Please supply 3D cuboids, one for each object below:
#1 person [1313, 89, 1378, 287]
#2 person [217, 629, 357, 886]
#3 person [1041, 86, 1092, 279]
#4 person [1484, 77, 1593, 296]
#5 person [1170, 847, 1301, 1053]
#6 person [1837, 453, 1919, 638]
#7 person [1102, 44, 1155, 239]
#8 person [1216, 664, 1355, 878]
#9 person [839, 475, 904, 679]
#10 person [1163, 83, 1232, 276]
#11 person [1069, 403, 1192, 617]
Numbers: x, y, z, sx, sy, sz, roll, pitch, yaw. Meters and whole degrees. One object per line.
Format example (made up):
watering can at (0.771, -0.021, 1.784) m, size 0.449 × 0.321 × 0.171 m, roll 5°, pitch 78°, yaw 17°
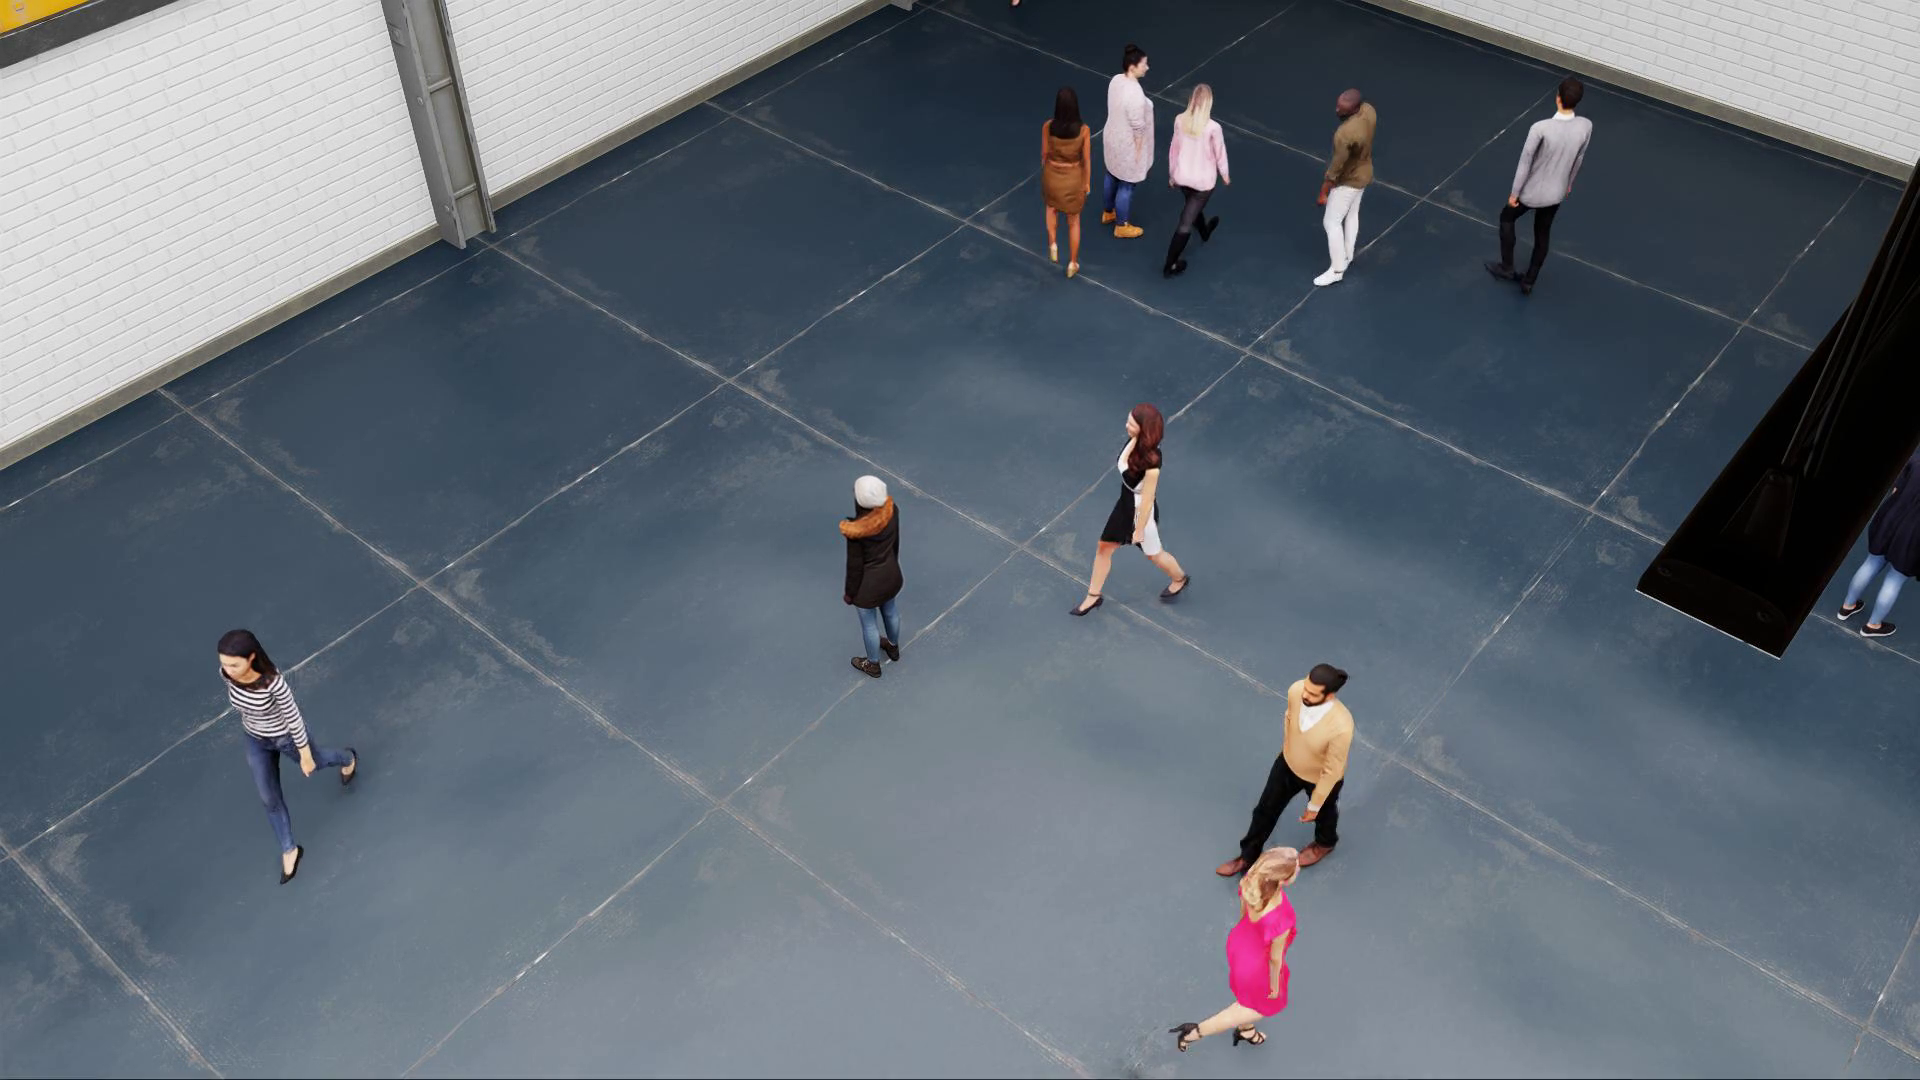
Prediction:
person at (3.280, -3.005, 13.862) m, size 0.516 × 1.783 × 0.879 m, roll -30°, pitch 51°, yaw -28°
person at (-3.850, 1.106, 9.572) m, size 0.951 × 1.748 × 1.229 m, roll 10°, pitch 44°, yaw 10°
person at (0.843, -2.940, 13.879) m, size 0.719 × 1.666 × 0.770 m, roll 10°, pitch 44°, yaw 10°
person at (4.789, -2.816, 13.572) m, size 0.902 × 1.909 × 0.986 m, roll -9°, pitch 44°, yaw -9°
person at (1.425, 2.158, 8.497) m, size 0.938 × 1.708 × 0.844 m, roll -8°, pitch 44°, yaw -8°
person at (6.164, -0.055, 10.838) m, size 0.717 × 1.683 × 0.716 m, roll -16°, pitch 46°, yaw -16°
person at (1.421, -3.447, 14.357) m, size 0.807 × 1.741 × 0.798 m, roll -14°, pitch 45°, yaw -14°
person at (2.051, 1.273, 9.414) m, size 1.071 × 1.725 × 0.817 m, roll -28°, pitch 50°, yaw -26°
person at (-0.552, 0.224, 10.581) m, size 0.686 × 1.634 × 0.537 m, roll 32°, pitch 52°, yaw 29°
person at (1.906, -2.962, 13.920) m, size 0.644 × 1.642 × 1.082 m, roll 34°, pitch 53°, yaw 30°
person at (1.243, -0.165, 10.902) m, size 1.159 × 1.754 × 0.992 m, roll -10°, pitch 45°, yaw -11°
